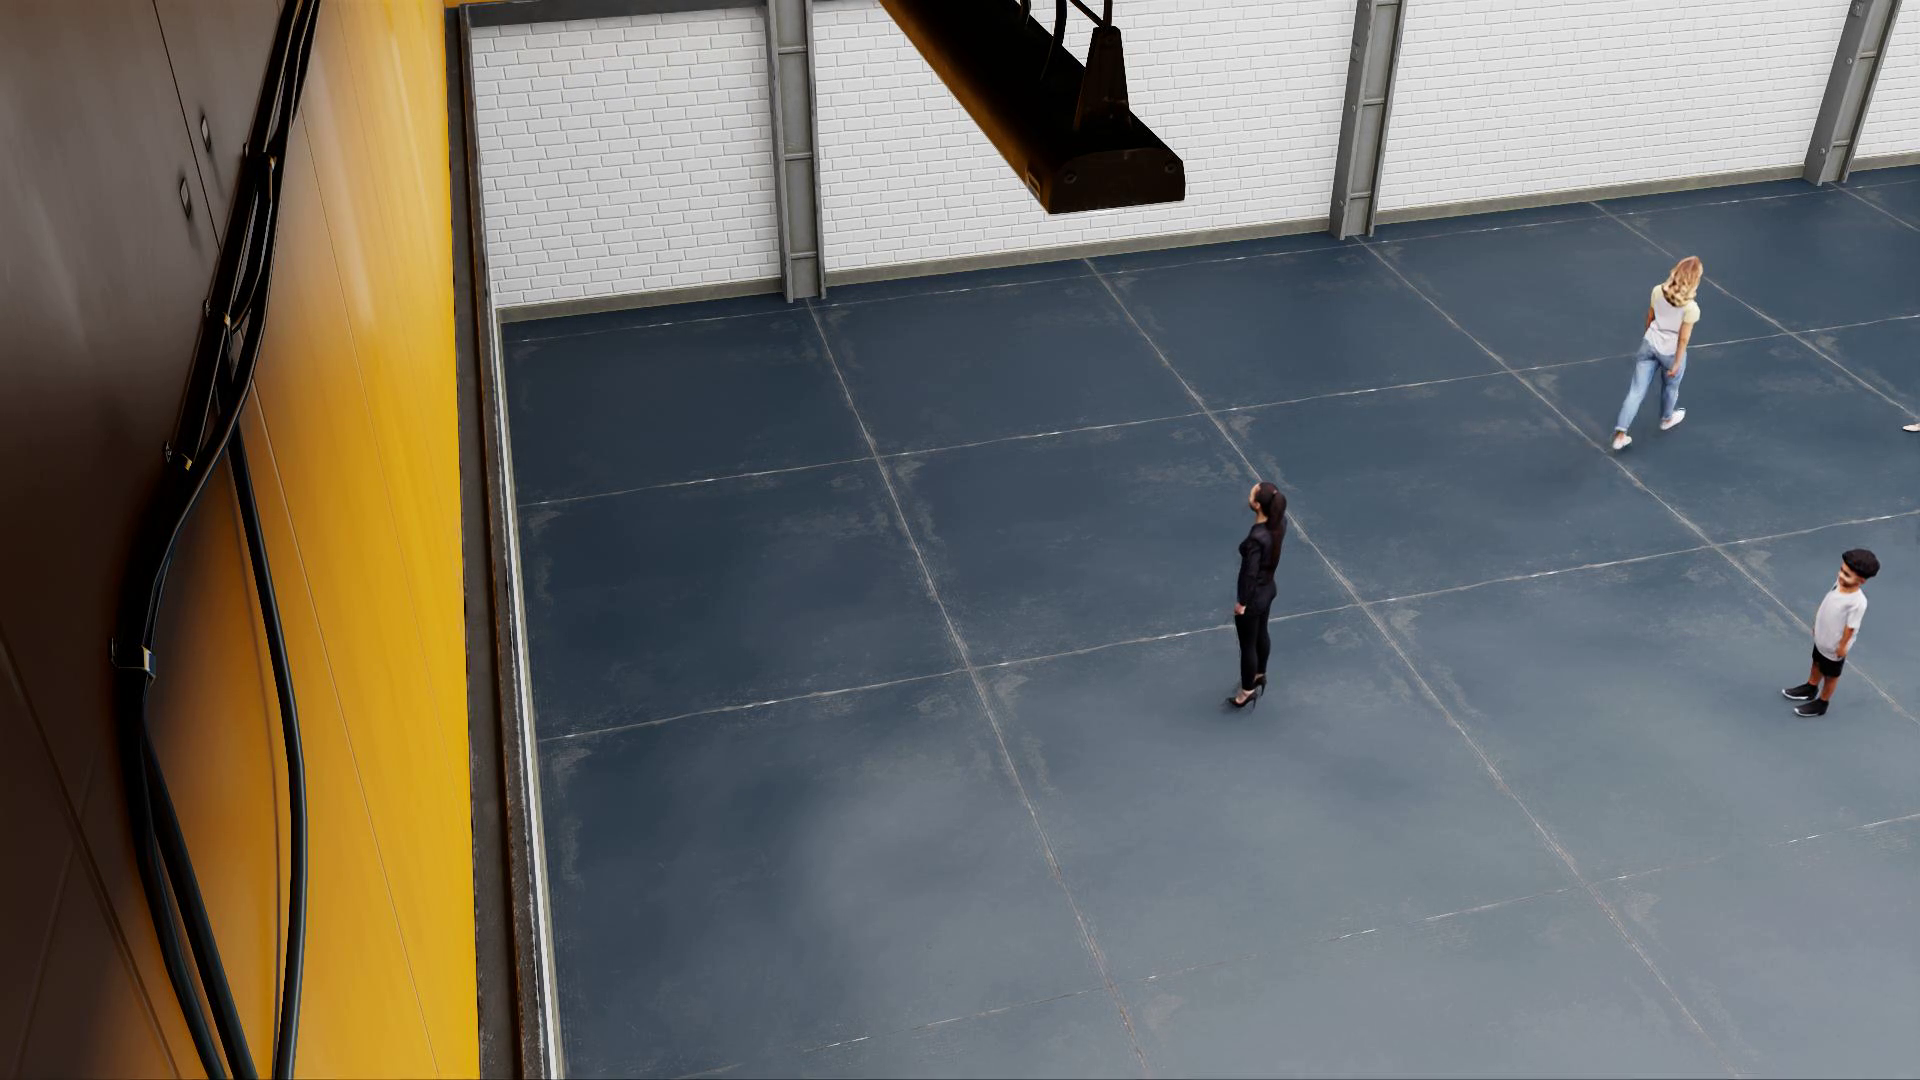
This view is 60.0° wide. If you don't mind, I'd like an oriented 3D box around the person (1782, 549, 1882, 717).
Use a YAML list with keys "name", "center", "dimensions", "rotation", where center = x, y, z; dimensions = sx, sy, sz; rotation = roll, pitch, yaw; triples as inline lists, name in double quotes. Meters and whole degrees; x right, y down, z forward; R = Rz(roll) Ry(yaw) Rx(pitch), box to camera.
- name: "person"
  center: [5.780, 0.598, 10.963]
  dimensions: [0.535, 1.257, 0.520]
  rotation: [-2, 34, -3]

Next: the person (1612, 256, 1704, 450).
- name: "person"
  center: [5.737, -1.507, 13.755]
  dimensions: [1.222, 1.672, 0.927]
  rotation: [-22, 39, -29]

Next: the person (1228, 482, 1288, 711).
- name: "person"
  center: [1.942, 0.360, 10.912]
  dimensions: [0.700, 1.711, 0.622]
  rotation: [21, 39, 28]
